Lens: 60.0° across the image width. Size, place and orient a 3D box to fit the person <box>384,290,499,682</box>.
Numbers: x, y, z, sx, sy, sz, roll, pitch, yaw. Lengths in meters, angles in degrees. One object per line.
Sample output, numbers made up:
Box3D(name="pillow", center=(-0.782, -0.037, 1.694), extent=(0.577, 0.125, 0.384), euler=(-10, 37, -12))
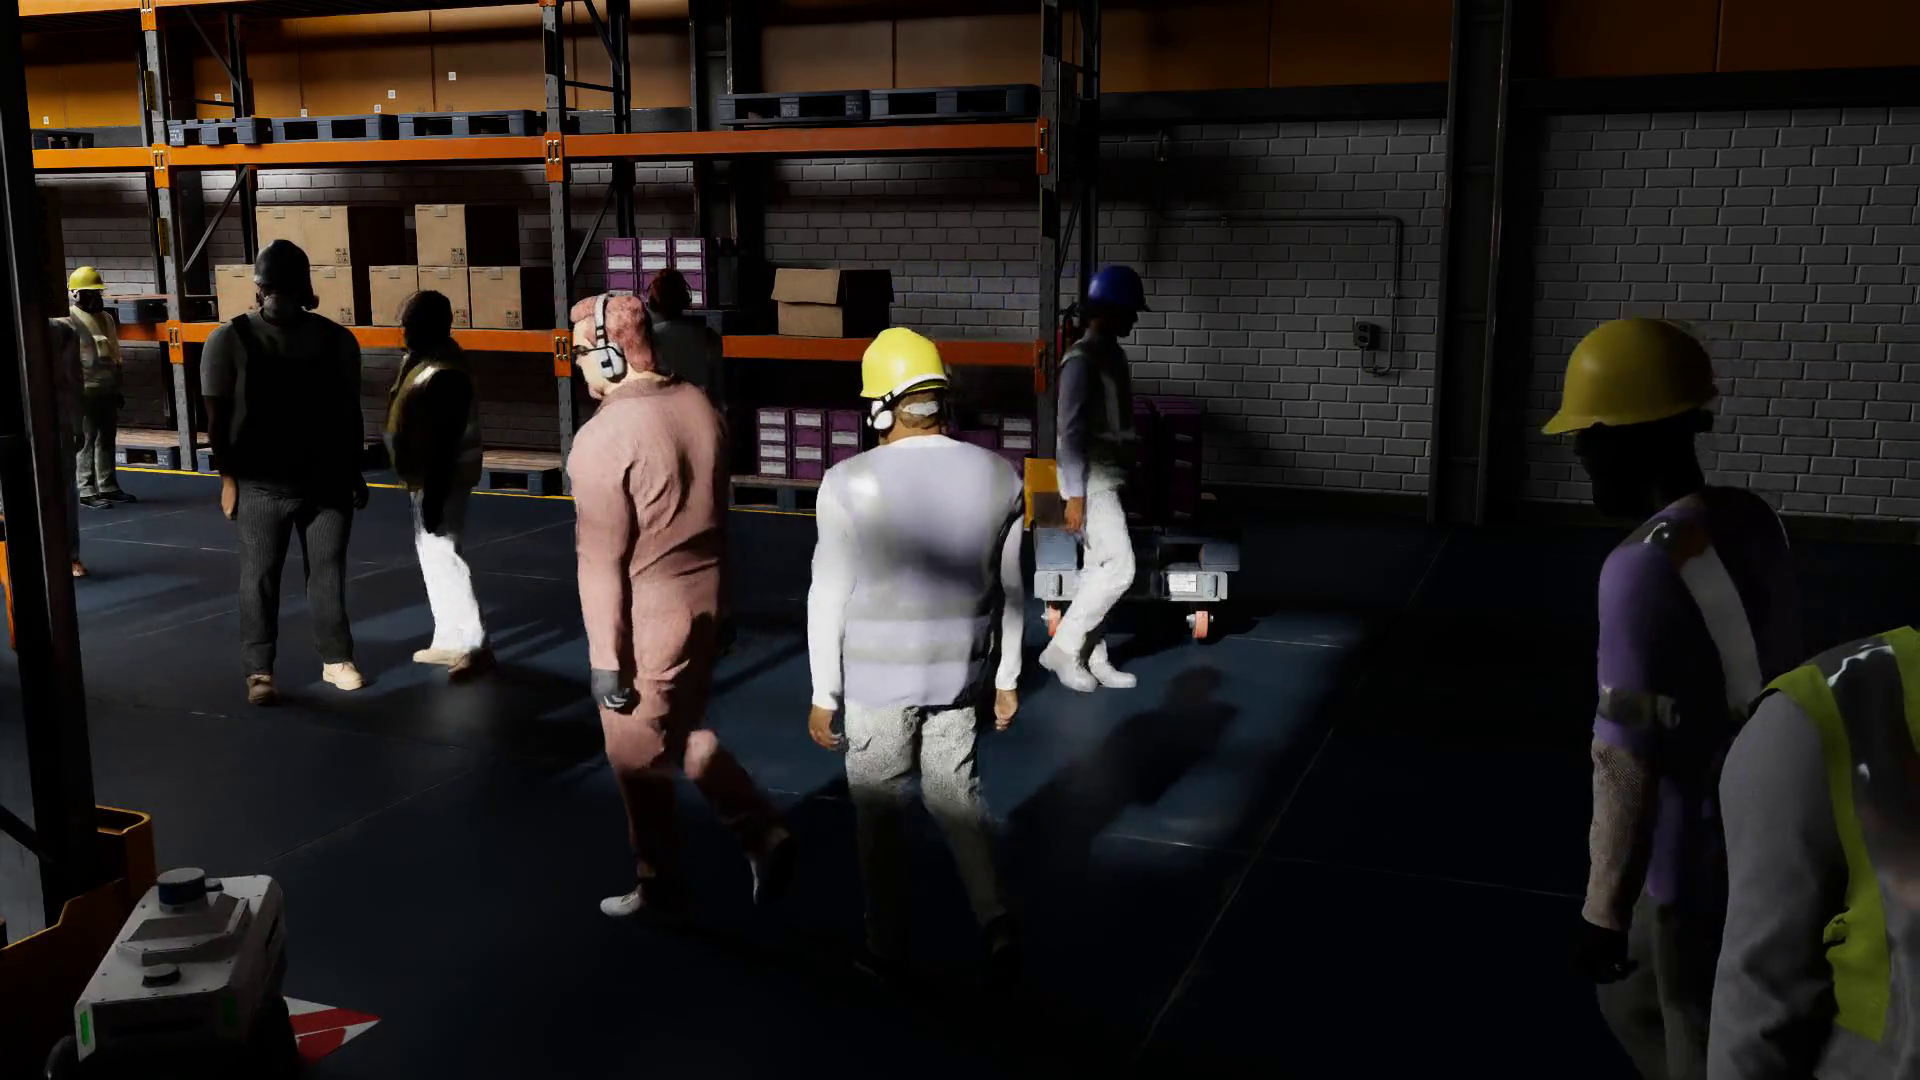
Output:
Box3D(name="person", center=(-2.439, -0.251, 7.755), extent=(0.433, 1.812, 0.695), euler=(-4, 11, -23))

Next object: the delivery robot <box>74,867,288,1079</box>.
Box3D(name="delivery robot", center=(-1.807, 1.012, 3.900), extent=(0.477, 0.478, 0.707), euler=(-2, 11, -14))

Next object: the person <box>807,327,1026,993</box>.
Box3D(name="person", center=(-0.093, 0.354, 4.358), extent=(0.601, 1.806, 0.572), euler=(-5, 11, -26))

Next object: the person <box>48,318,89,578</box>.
Box3D(name="person", center=(-5.640, -0.716, 10.141), extent=(0.808, 1.864, 0.579), euler=(10, 14, 43))

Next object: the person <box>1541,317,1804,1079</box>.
Box3D(name="person", center=(1.302, 0.557, 2.989), extent=(0.583, 1.888, 0.585), euler=(7, 12, 35))

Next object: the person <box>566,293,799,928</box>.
Box3D(name="person", center=(-0.827, 0.242, 4.743), extent=(0.551, 1.880, 0.667), euler=(5, 11, 26))

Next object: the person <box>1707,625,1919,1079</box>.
Box3D(name="person", center=(1.168, 0.778, 1.885), extent=(0.627, 1.844, 0.429), euler=(1, 10, 3))

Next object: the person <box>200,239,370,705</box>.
Box3D(name="person", center=(-2.934, -0.306, 7.364), extent=(0.681, 2.000, 0.536), euler=(-8, 13, -37))

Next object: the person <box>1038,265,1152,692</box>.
Box3D(name="person", center=(0.633, -0.257, 7.438), extent=(0.431, 1.921, 0.608), euler=(3, 11, 16))

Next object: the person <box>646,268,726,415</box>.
Box3D(name="person", center=(-1.511, -0.497, 8.868), extent=(0.583, 1.881, 0.337), euler=(-8, 13, -38))

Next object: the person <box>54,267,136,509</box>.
Box3D(name="person", center=(-6.597, -1.158, 12.691), extent=(0.404, 1.831, 0.600), euler=(1, 10, 7))
